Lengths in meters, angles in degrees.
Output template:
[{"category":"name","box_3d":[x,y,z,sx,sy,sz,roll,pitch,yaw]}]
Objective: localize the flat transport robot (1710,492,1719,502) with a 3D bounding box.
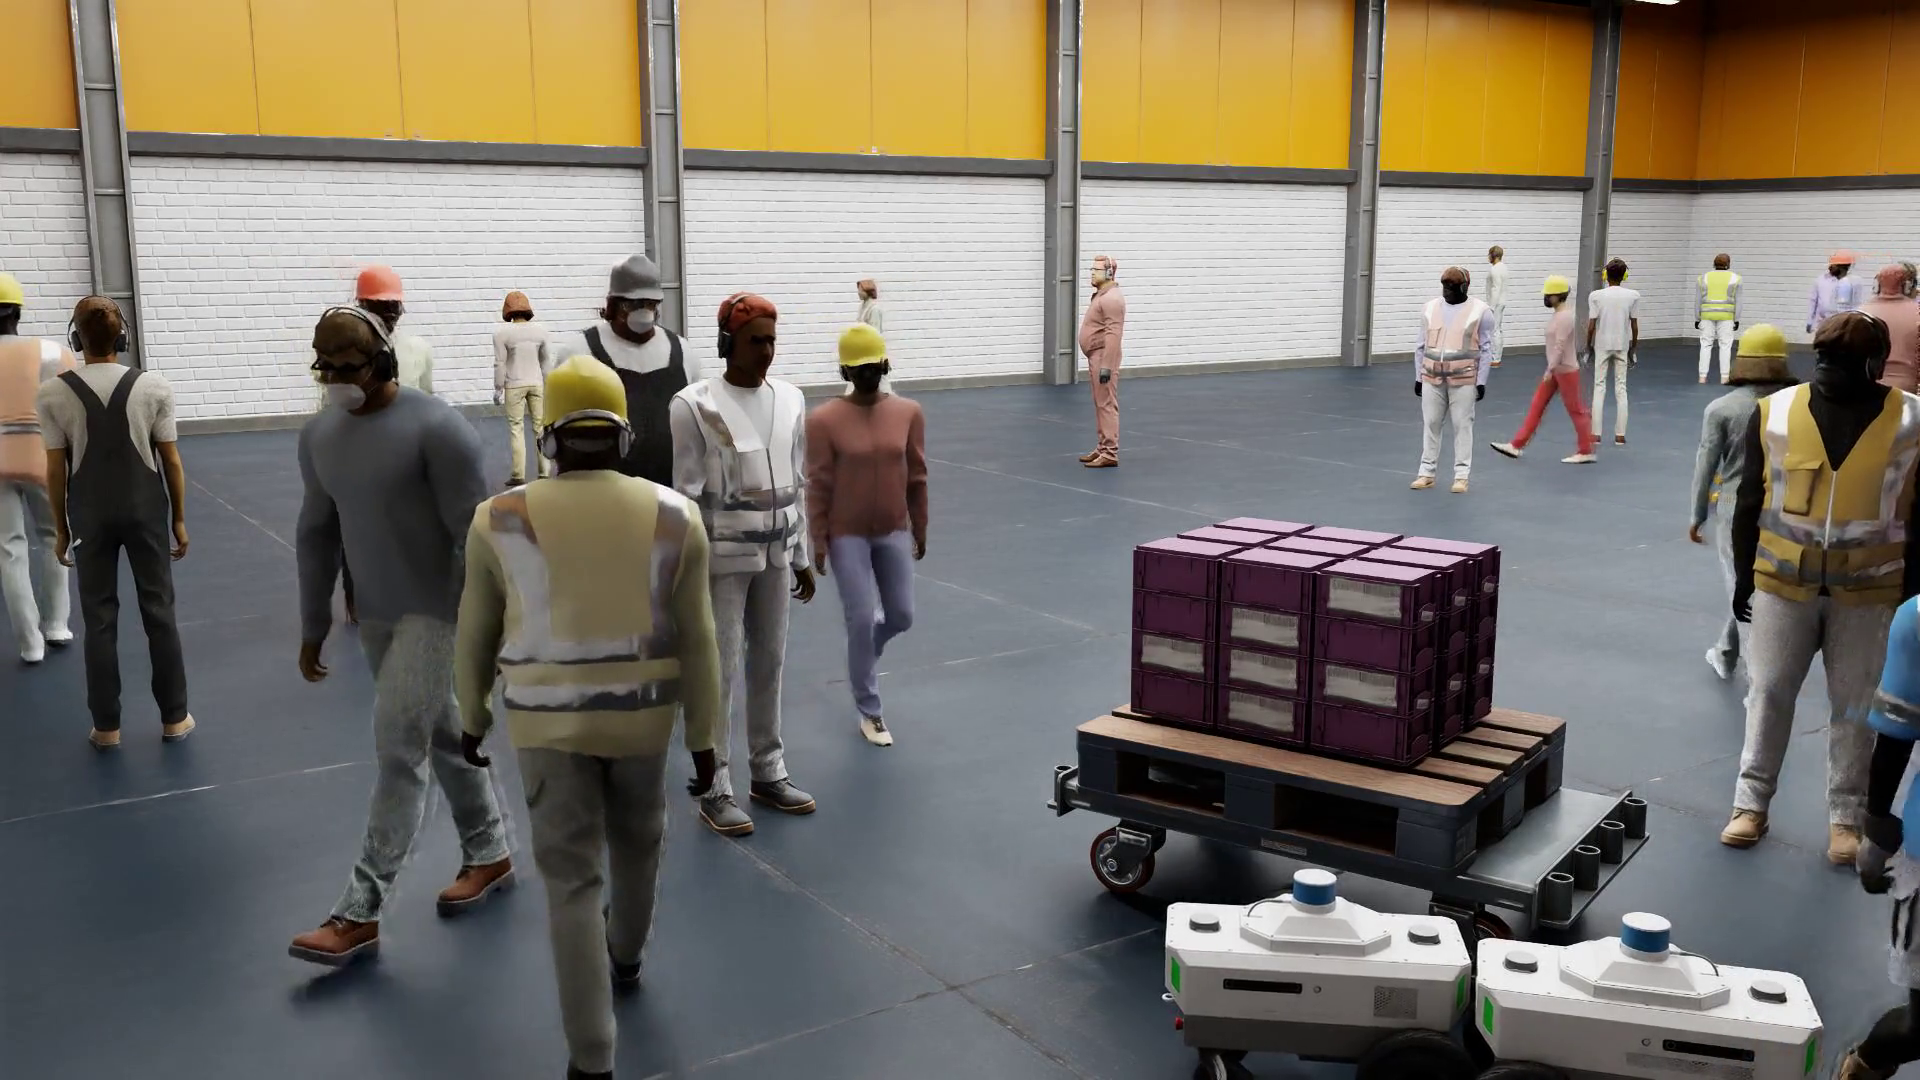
[{"category":"flat transport robot","box_3d":[6.465,-0.442,13.148,0.652,0.197,1.431,8,13,37]}]

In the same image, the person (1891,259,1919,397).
[{"category":"person","box_3d":[7.268,-1.194,12.788,0.443,1.911,0.649,-4,11,-23]}]

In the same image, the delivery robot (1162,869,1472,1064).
[{"category":"delivery robot","box_3d":[0.845,1.037,4.006,0.707,0.478,0.477,1,11,8]}]

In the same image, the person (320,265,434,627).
[{"category":"person","box_3d":[-2.998,-0.446,8.615,0.609,1.946,1.070,-7,12,-33]}]

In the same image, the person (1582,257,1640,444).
[{"category":"person","box_3d":[6.526,-1.889,16.694,0.519,1.873,0.328,2,11,11]}]

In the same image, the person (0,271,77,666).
[{"category":"person","box_3d":[-4.638,-0.359,8.195,0.621,1.903,0.681,-6,12,-28]}]

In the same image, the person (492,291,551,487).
[{"category":"person","box_3d":[-3.642,-1.251,13.846,0.499,1.633,0.282,-8,13,-37]}]

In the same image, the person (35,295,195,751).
[{"category":"person","box_3d":[-3.416,-0.063,6.752,0.507,1.846,0.346,-5,12,-26]}]

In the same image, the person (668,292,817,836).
[{"category":"person","box_3d":[-0.748,0.079,5.870,0.355,1.885,0.575,9,14,42]}]

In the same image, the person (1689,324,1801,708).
[{"category":"person","box_3d":[3.569,-0.120,7.491,0.498,1.694,0.940,1,10,5]}]

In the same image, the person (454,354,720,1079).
[{"category":"person","box_3d":[-0.951,0.431,4.212,0.618,1.778,0.933,-4,11,-22]}]

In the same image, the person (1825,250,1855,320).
[{"category":"person","box_3d":[11.140,-2.684,20.945,0.744,1.918,0.549,4,11,22]}]

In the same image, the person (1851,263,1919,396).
[{"category":"person","box_3d":[6.469,-0.983,11.665,0.681,1.885,0.422,5,12,27]}]

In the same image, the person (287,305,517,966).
[{"category":"person","box_3d":[-1.686,0.264,4.862,0.645,1.876,0.952,6,12,30]}]

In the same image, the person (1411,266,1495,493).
[{"category":"person","box_3d":[4.002,-1.305,13.588,0.619,1.839,0.430,7,13,35]}]

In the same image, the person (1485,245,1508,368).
[{"category":"person","box_3d":[8.497,-3.700,26.438,0.356,1.936,0.638,5,12,26]}]

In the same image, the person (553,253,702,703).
[{"category":"person","box_3d":[-1.487,-0.302,7.531,0.687,2.000,0.759,-6,12,-28]}]

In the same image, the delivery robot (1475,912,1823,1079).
[{"category":"delivery robot","box_3d":[1.531,1.084,3.748,0.707,0.478,0.477,3,11,17]}]

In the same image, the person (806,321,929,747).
[{"category":"person","box_3d":[-0.407,-0.044,6.923,0.536,1.739,0.550,-5,11,-24]}]

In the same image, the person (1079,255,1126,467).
[{"category":"person","box_3d":[1.279,-1.616,15.085,0.409,1.911,0.651,0,10,-2]}]

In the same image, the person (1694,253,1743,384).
[{"category":"person","box_3d":[10.765,-3.141,23.637,0.624,1.844,0.430,7,12,32]}]

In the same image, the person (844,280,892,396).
[{"category":"person","box_3d":[-1.084,-2.078,18.480,0.816,1.596,0.531,-5,11,-24]}]

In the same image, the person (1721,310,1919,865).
[{"category":"person","box_3d":[2.902,0.160,5.554,0.624,1.841,0.430,7,12,32]}]

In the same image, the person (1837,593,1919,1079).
[{"category":"person","box_3d":[2.111,0.642,3.349,0.523,1.683,0.498,4,11,19]}]

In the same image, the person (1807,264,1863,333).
[{"category":"person","box_3d":[12.220,-3.084,23.270,0.997,1.864,0.652,-8,13,-36]}]

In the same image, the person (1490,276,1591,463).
[{"category":"person","box_3d":[5.403,-1.547,15.232,0.909,1.708,0.529,0,10,2]}]
